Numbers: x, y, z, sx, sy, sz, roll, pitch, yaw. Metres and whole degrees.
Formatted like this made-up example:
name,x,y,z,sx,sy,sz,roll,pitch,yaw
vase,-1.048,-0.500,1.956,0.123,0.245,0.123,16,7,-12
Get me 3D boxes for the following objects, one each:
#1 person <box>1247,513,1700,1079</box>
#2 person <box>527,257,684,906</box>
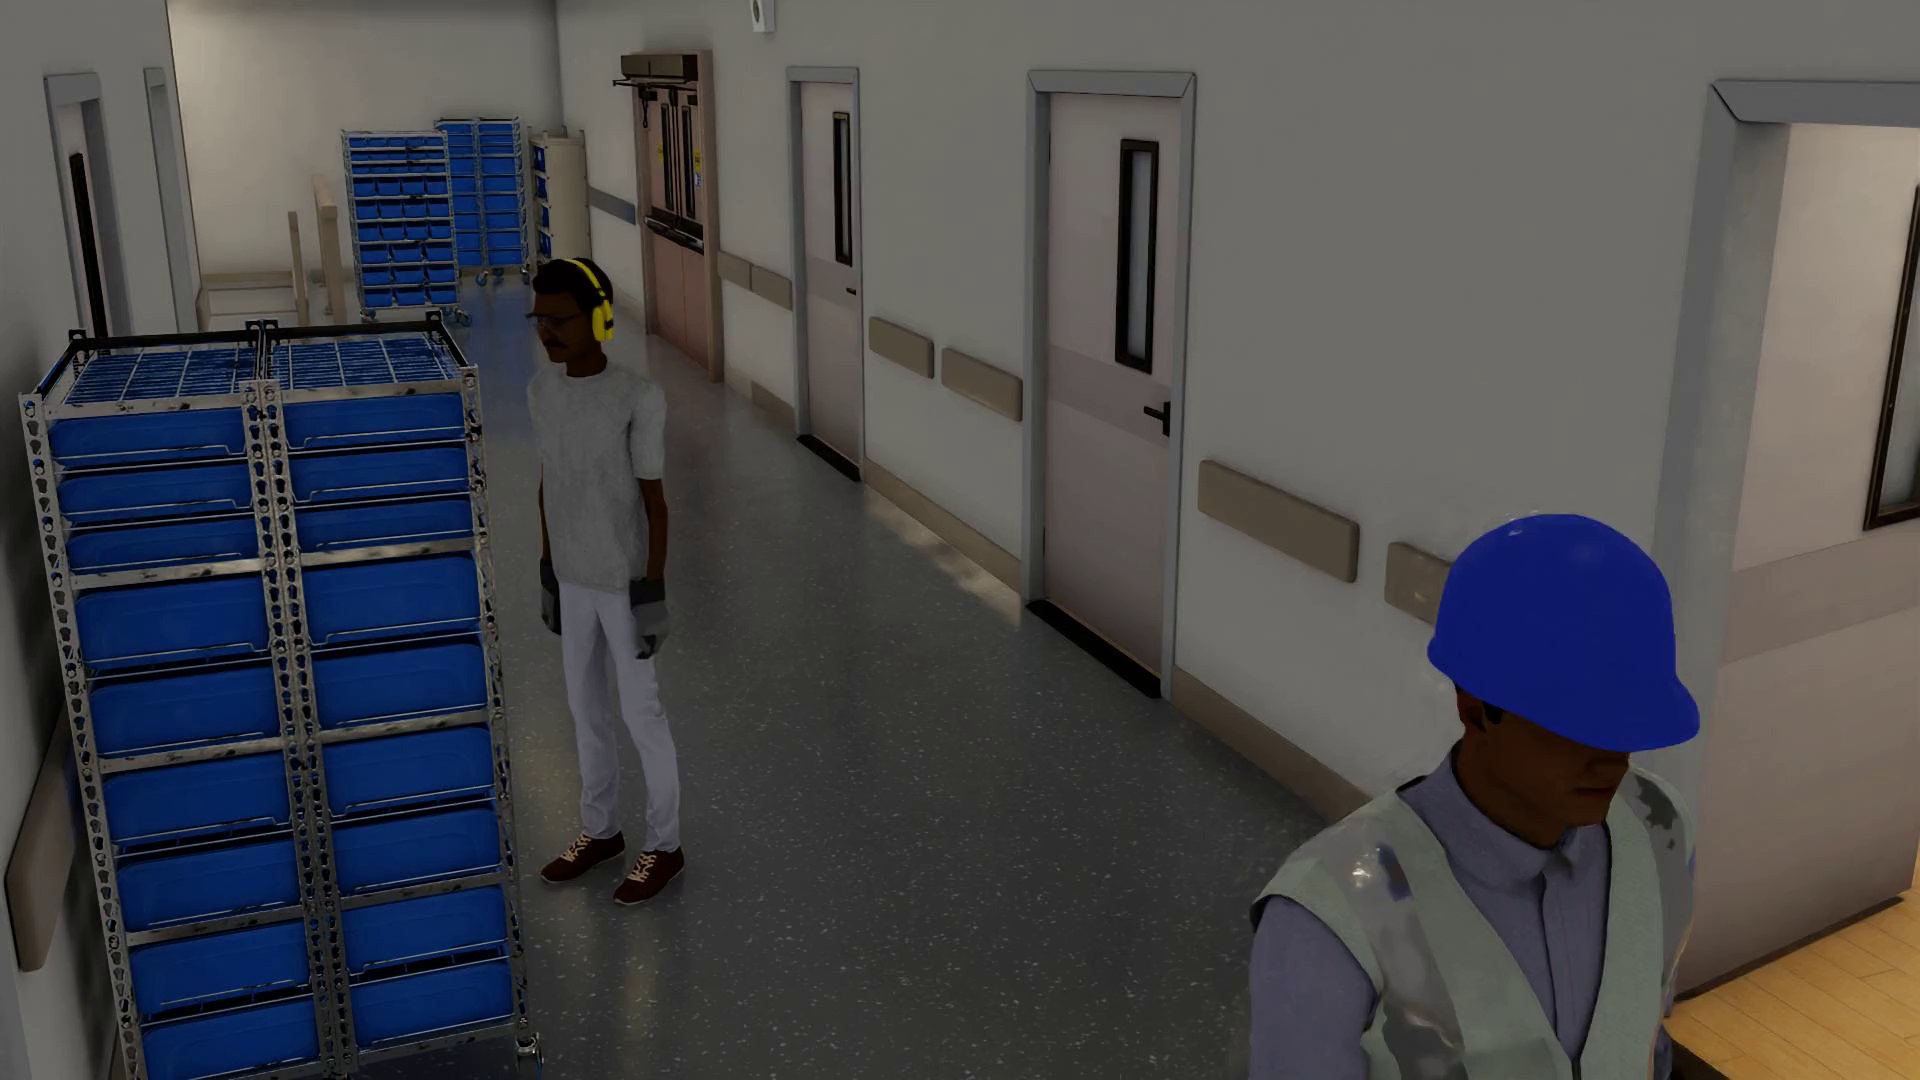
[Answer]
name,x,y,z,sx,sy,sz,roll,pitch,yaw
person,0.603,0.905,1.916,0.654,1.928,0.557,-7,18,-23
person,-1.025,0.130,4.740,0.497,1.860,0.327,10,19,31
